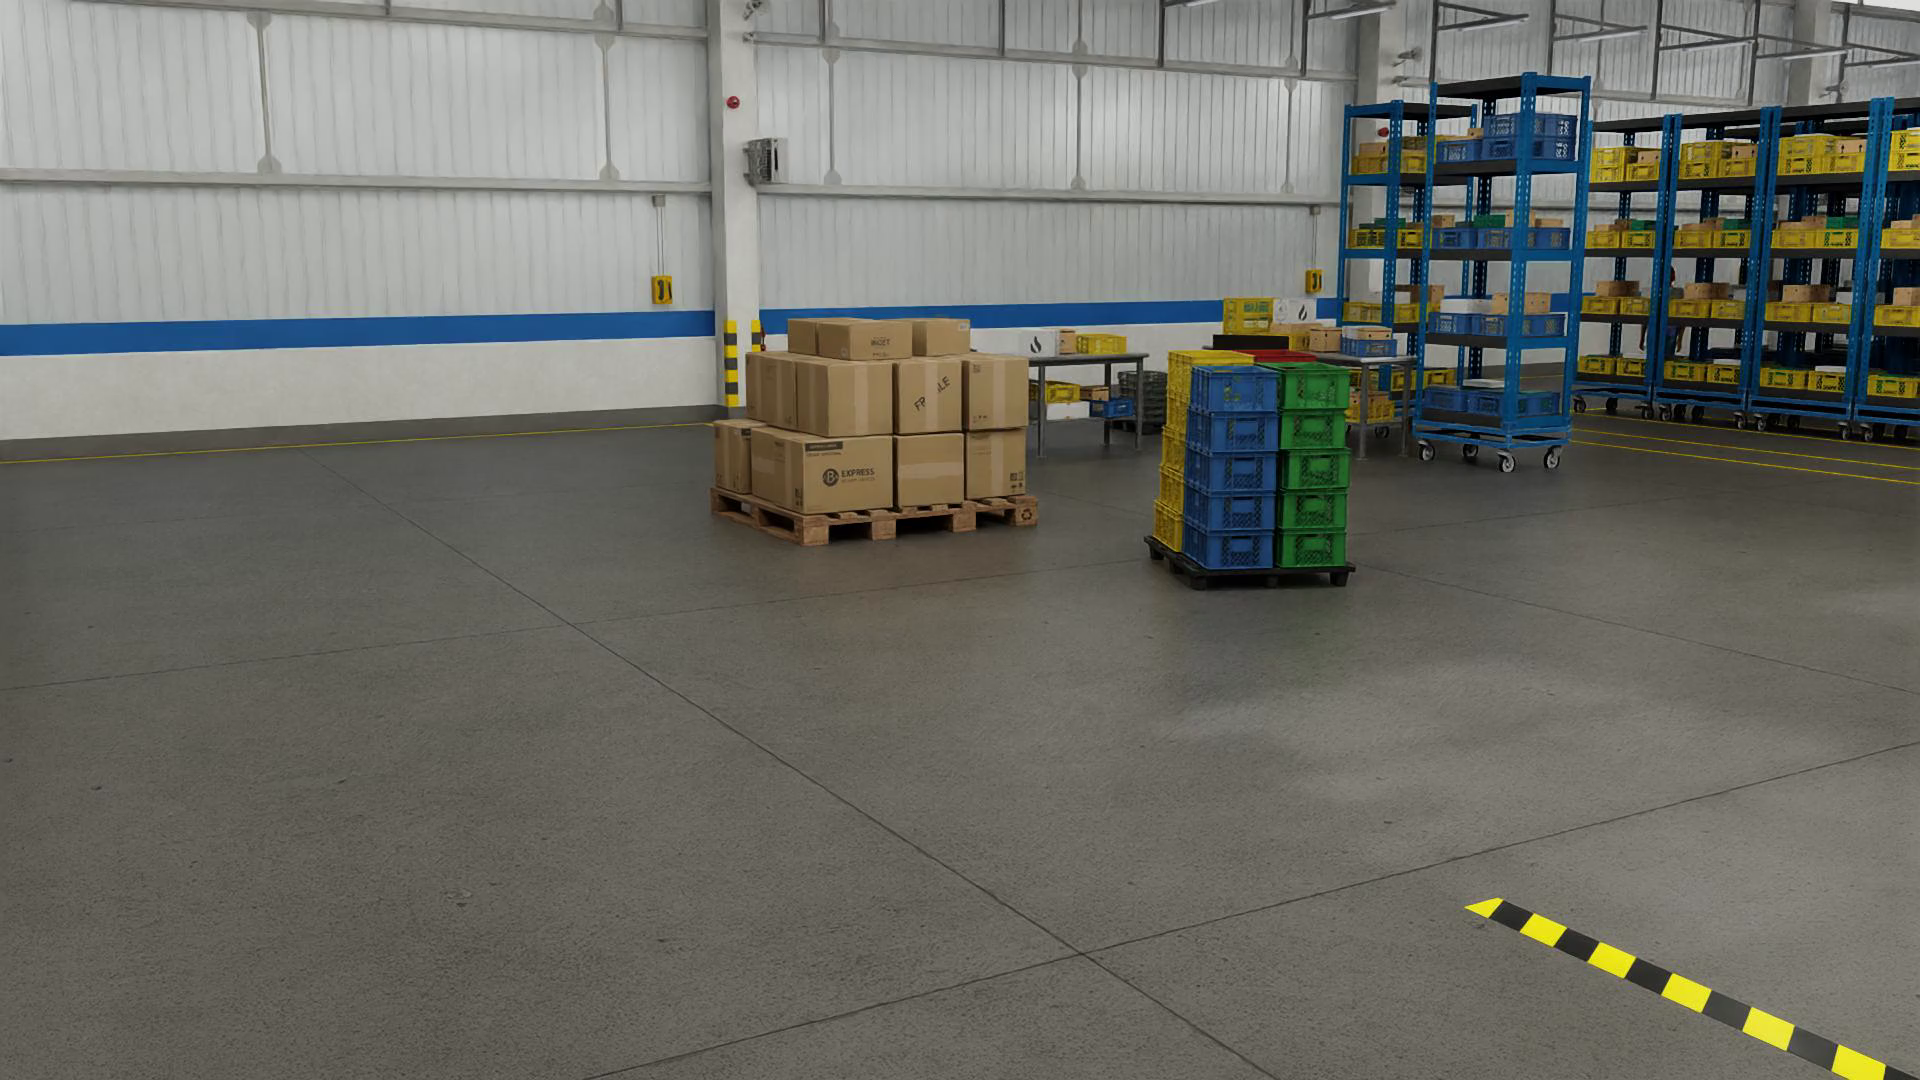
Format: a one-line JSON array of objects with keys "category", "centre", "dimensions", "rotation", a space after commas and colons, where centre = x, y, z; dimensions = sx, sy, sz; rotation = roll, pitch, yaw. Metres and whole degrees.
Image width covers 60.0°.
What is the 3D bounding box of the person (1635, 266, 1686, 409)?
[{"category": "person", "centre": [8.957, -2.579, 21.205], "dimensions": [0.388, 1.846, 0.565], "rotation": [-10, 14, -43]}]
